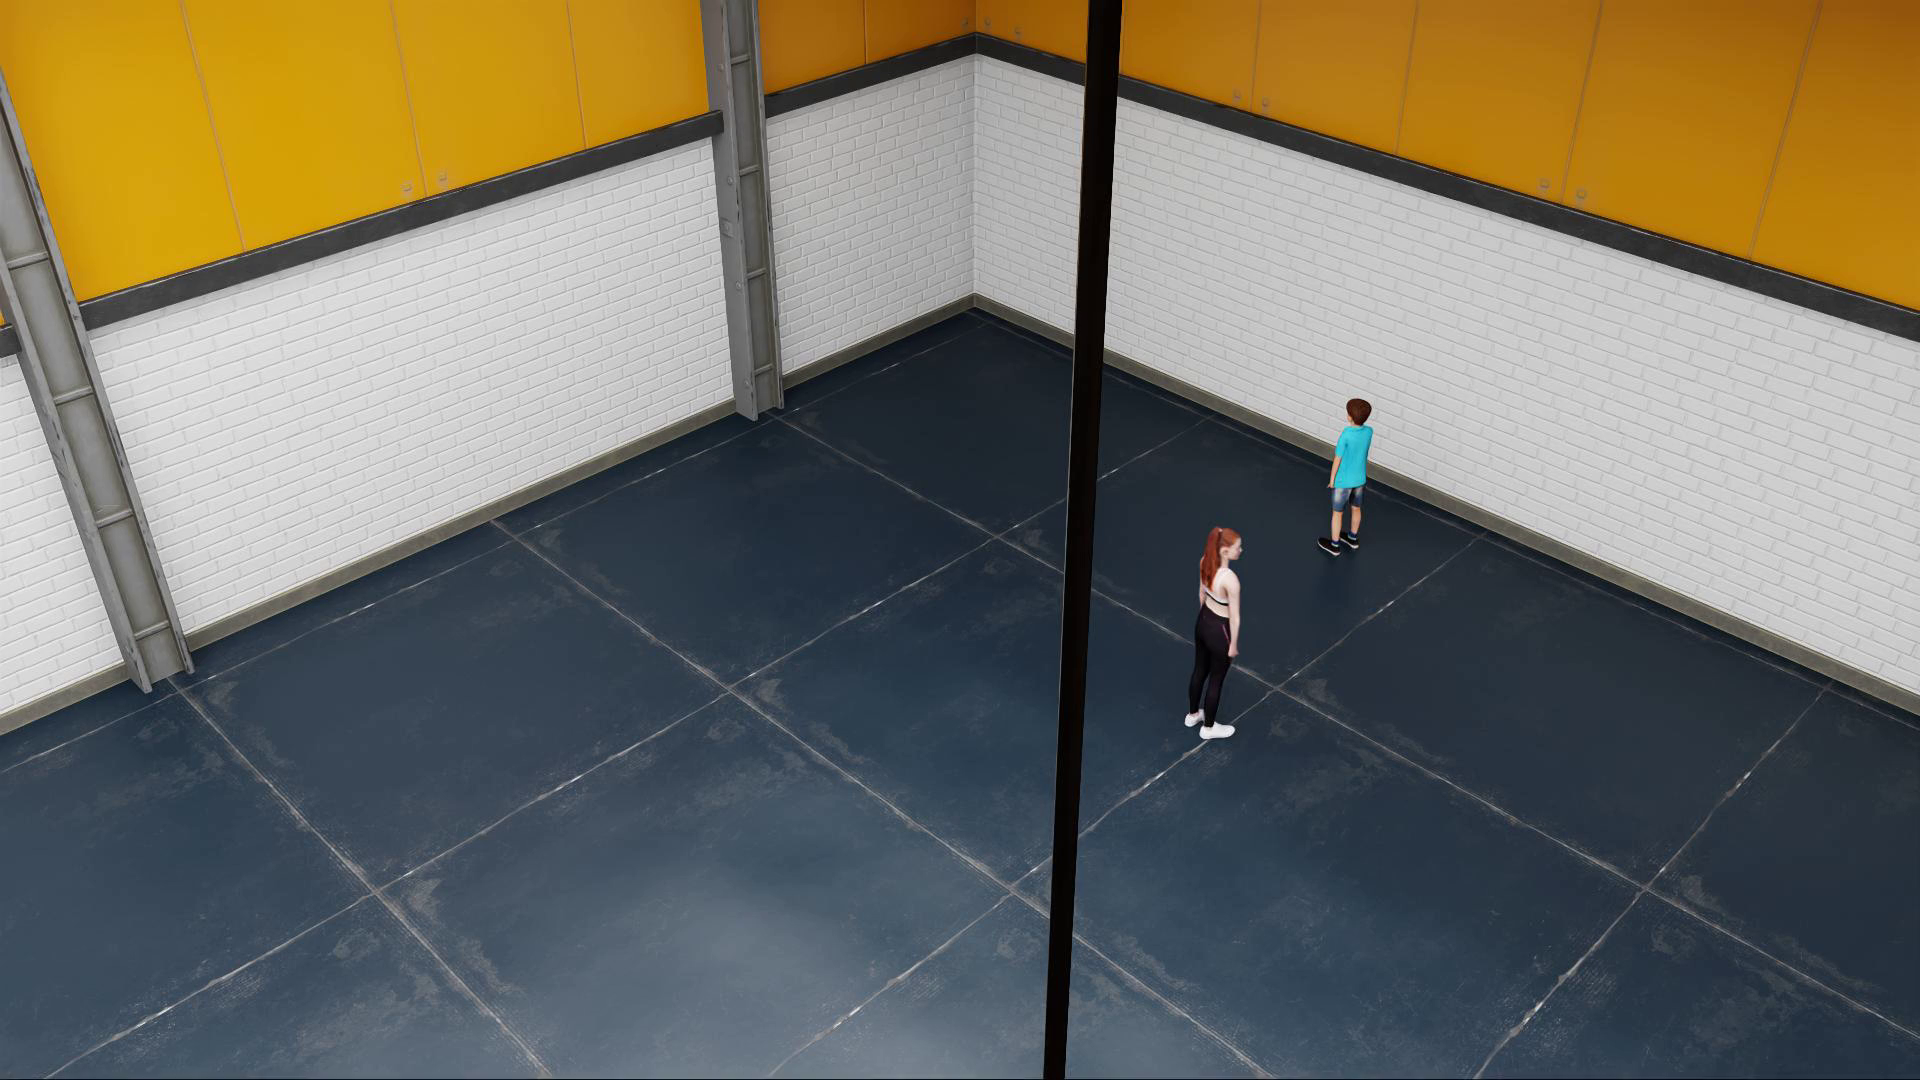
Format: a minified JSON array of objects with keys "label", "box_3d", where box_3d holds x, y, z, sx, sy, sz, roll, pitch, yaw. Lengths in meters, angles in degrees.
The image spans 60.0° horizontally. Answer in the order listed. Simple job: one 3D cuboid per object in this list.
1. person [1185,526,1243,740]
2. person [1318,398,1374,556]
[{"label":"person","box_3d":[1.830,0.668,11.980,0.620,1.742,0.643,-15,36,-21]},{"label":"person","box_3d":[3.312,-0.551,14.077,0.510,1.450,0.629,-15,37,-21]}]
